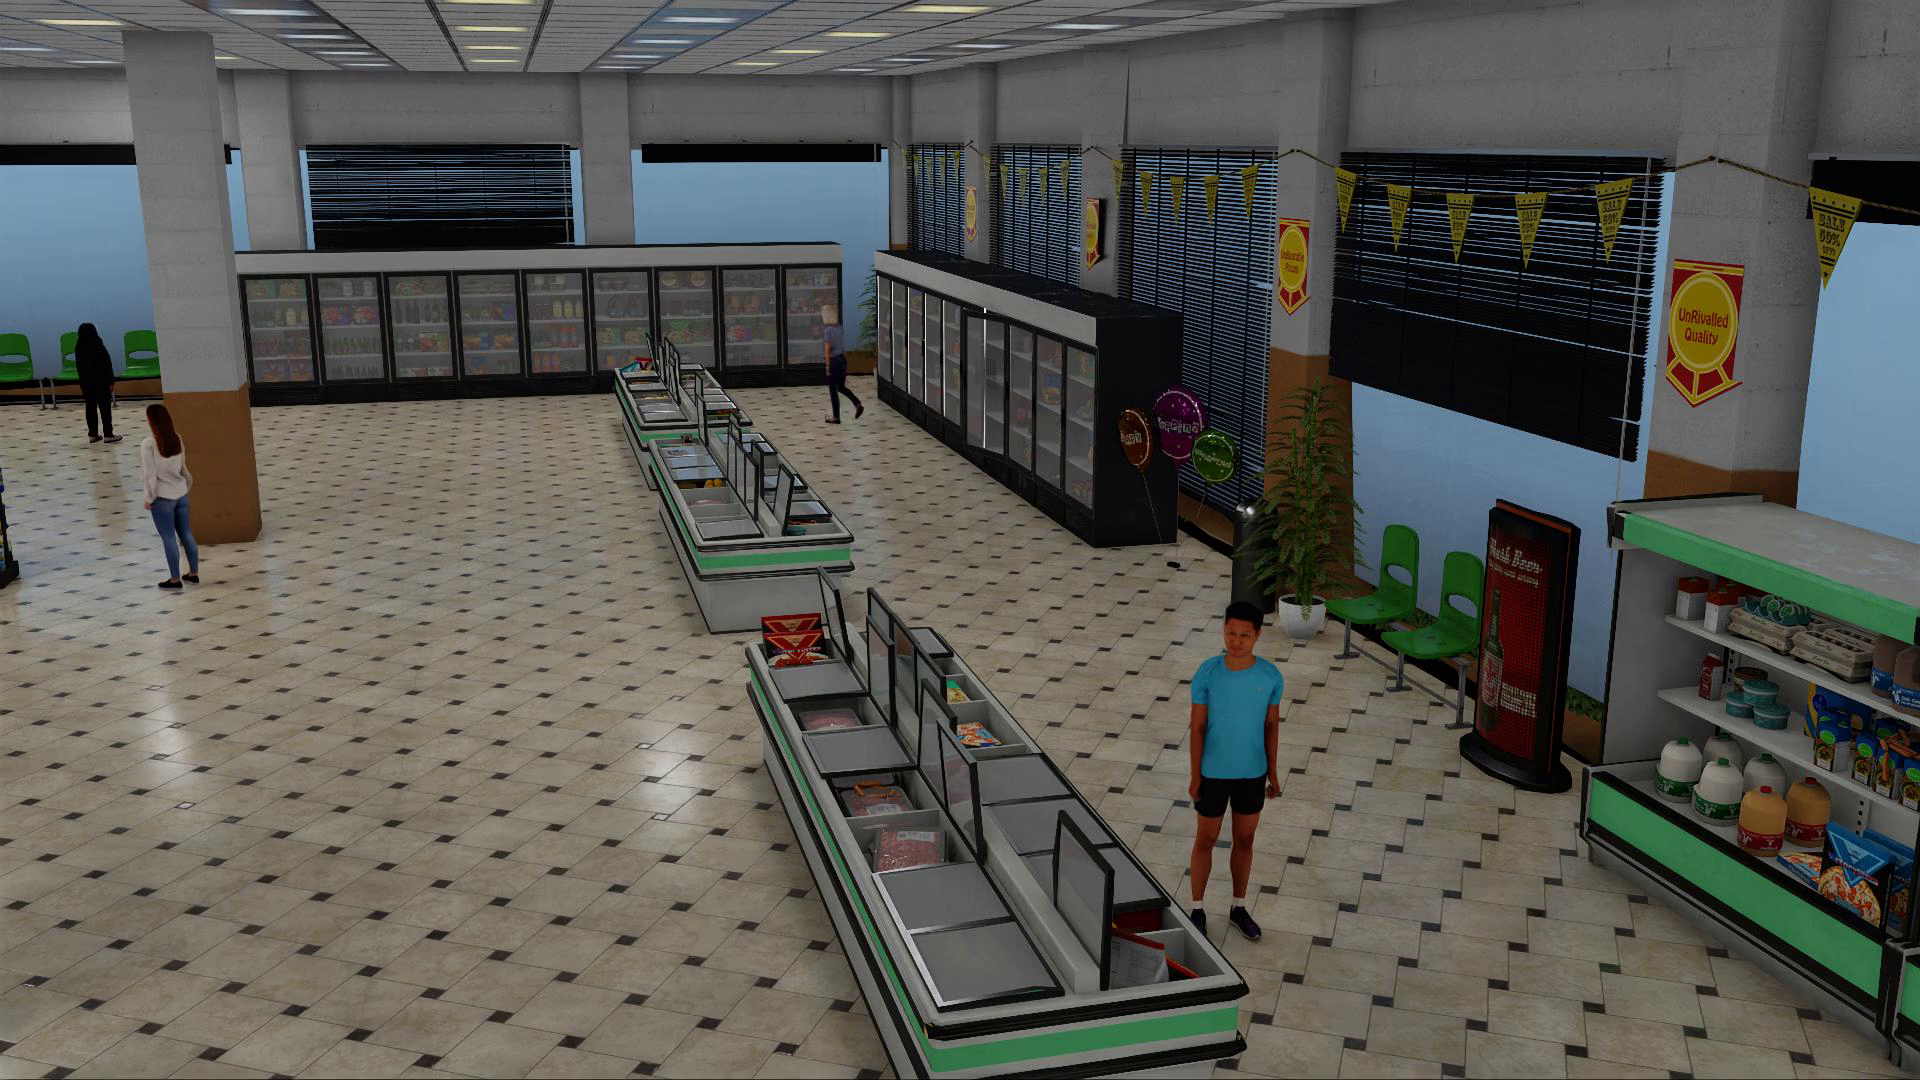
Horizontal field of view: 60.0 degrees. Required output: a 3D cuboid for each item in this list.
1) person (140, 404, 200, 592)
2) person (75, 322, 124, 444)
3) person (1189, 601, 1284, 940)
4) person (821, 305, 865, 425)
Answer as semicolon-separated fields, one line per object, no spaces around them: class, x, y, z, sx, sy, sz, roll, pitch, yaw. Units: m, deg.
person;-7.138;-0.390;15.009;0.770;1.692;0.690;6;15;24
person;-11.581;-2.112;22.272;0.742;1.615;0.763;3;14;11
person;1.370;1.162;8.431;0.657;1.777;0.589;-1;14;-3
person;-1.678;-2.460;23.521;0.949;1.701;0.895;8;16;31
